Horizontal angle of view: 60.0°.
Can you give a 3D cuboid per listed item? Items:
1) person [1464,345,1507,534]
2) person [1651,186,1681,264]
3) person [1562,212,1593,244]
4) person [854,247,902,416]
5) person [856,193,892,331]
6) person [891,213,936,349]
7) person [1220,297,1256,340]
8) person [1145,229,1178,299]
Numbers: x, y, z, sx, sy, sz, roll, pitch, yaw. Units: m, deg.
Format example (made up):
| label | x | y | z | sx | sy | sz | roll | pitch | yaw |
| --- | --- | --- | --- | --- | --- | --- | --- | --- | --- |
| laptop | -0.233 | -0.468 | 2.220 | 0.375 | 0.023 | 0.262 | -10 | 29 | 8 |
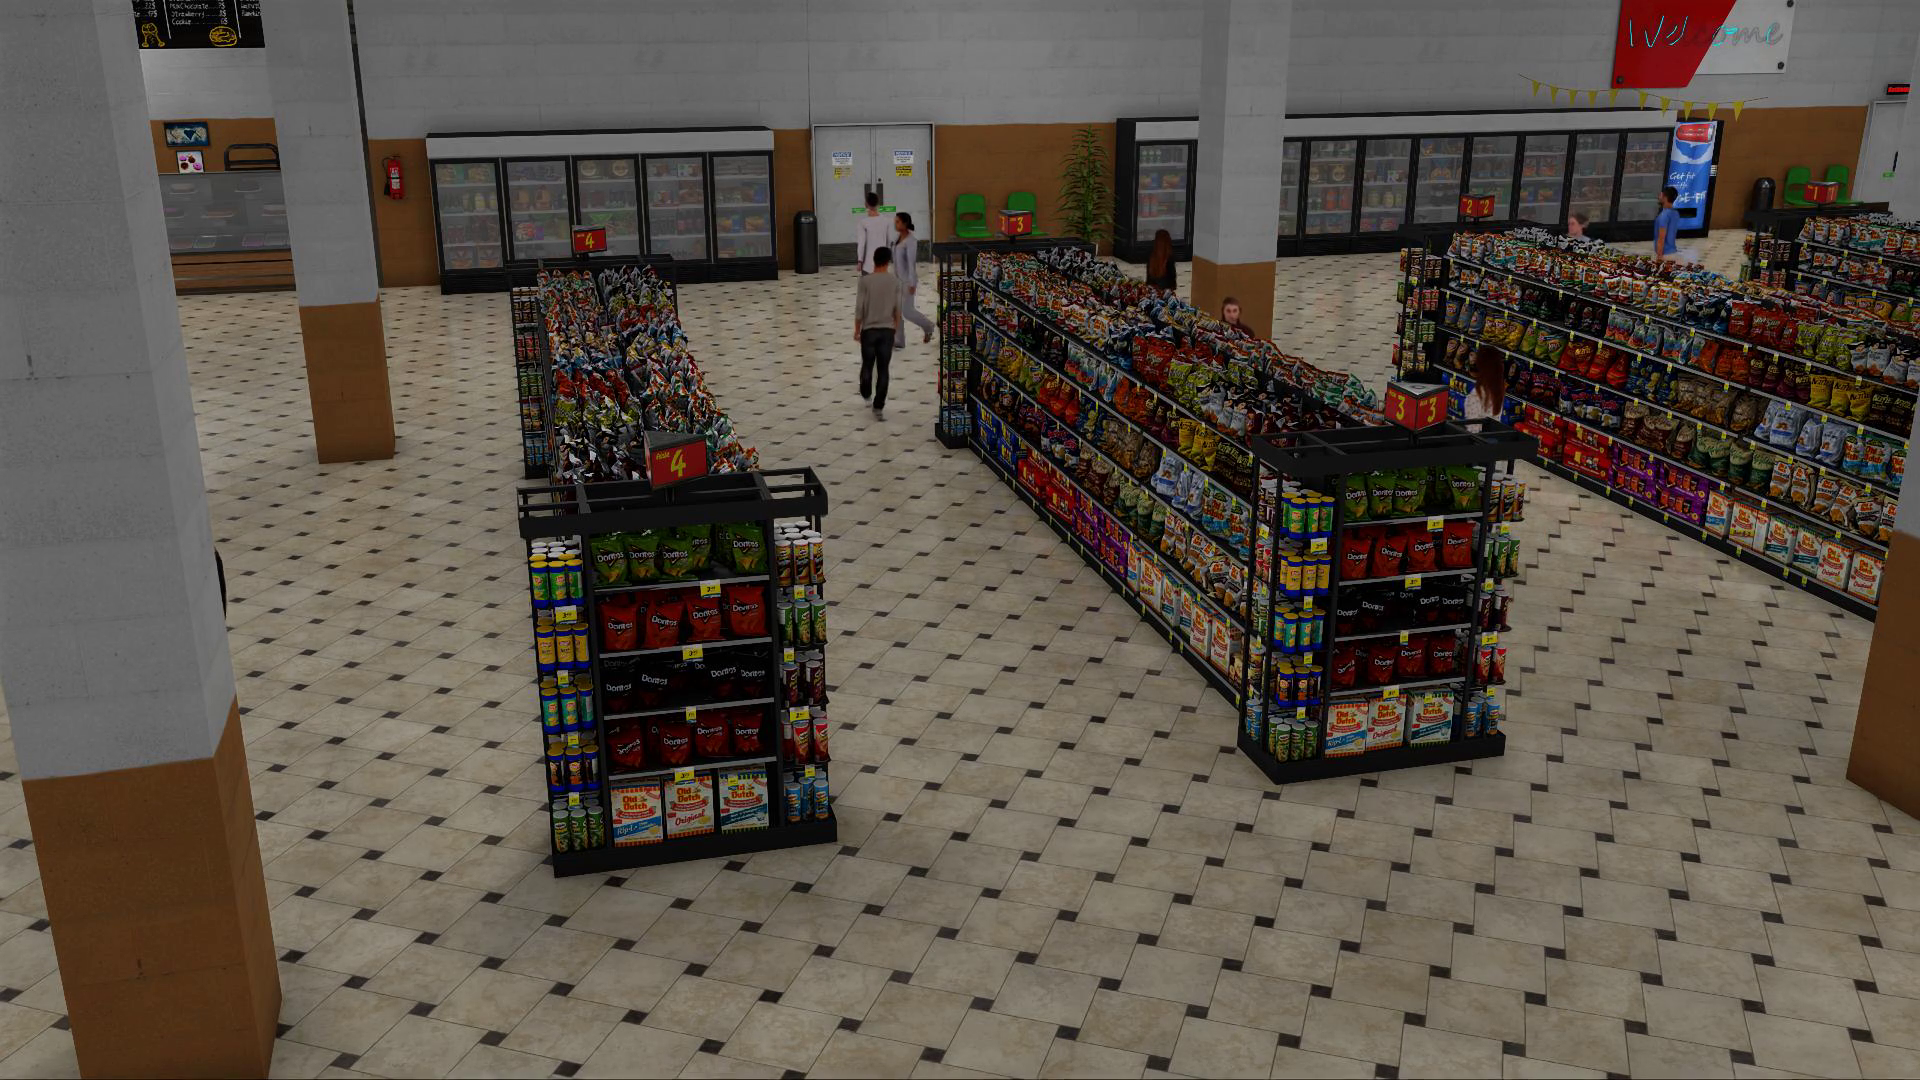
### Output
| label | x | y | z | sx | sy | sz | roll | pitch | yaw |
| --- | --- | --- | --- | --- | --- | --- | --- | --- | --- |
| person | 4.255 | -0.739 | 13.563 | 0.643 | 1.725 | 0.628 | -14 | 23 | -36 |
| person | 9.626 | -3.840 | 22.567 | 0.773 | 1.850 | 0.820 | -15 | 24 | -38 |
| person | 7.420 | -3.028 | 20.108 | 0.817 | 1.882 | 0.719 | -9 | 20 | -24 |
| person | -0.850 | -2.202 | 17.856 | 0.759 | 1.755 | 1.081 | -4 | 19 | -11 |
| person | -1.133 | -3.717 | 22.225 | 0.734 | 1.835 | 0.677 | -12 | 22 | -31 |
| person | -0.631 | -3.279 | 21.109 | 0.870 | 1.716 | 0.932 | -11 | 22 | -30 |
| person | 2.565 | -1.481 | 15.844 | 0.757 | 1.673 | 1.128 | -1 | 19 | -4 |
| person | 2.357 | -2.828 | 19.822 | 0.901 | 1.684 | 0.965 | -15 | 24 | -38 |
